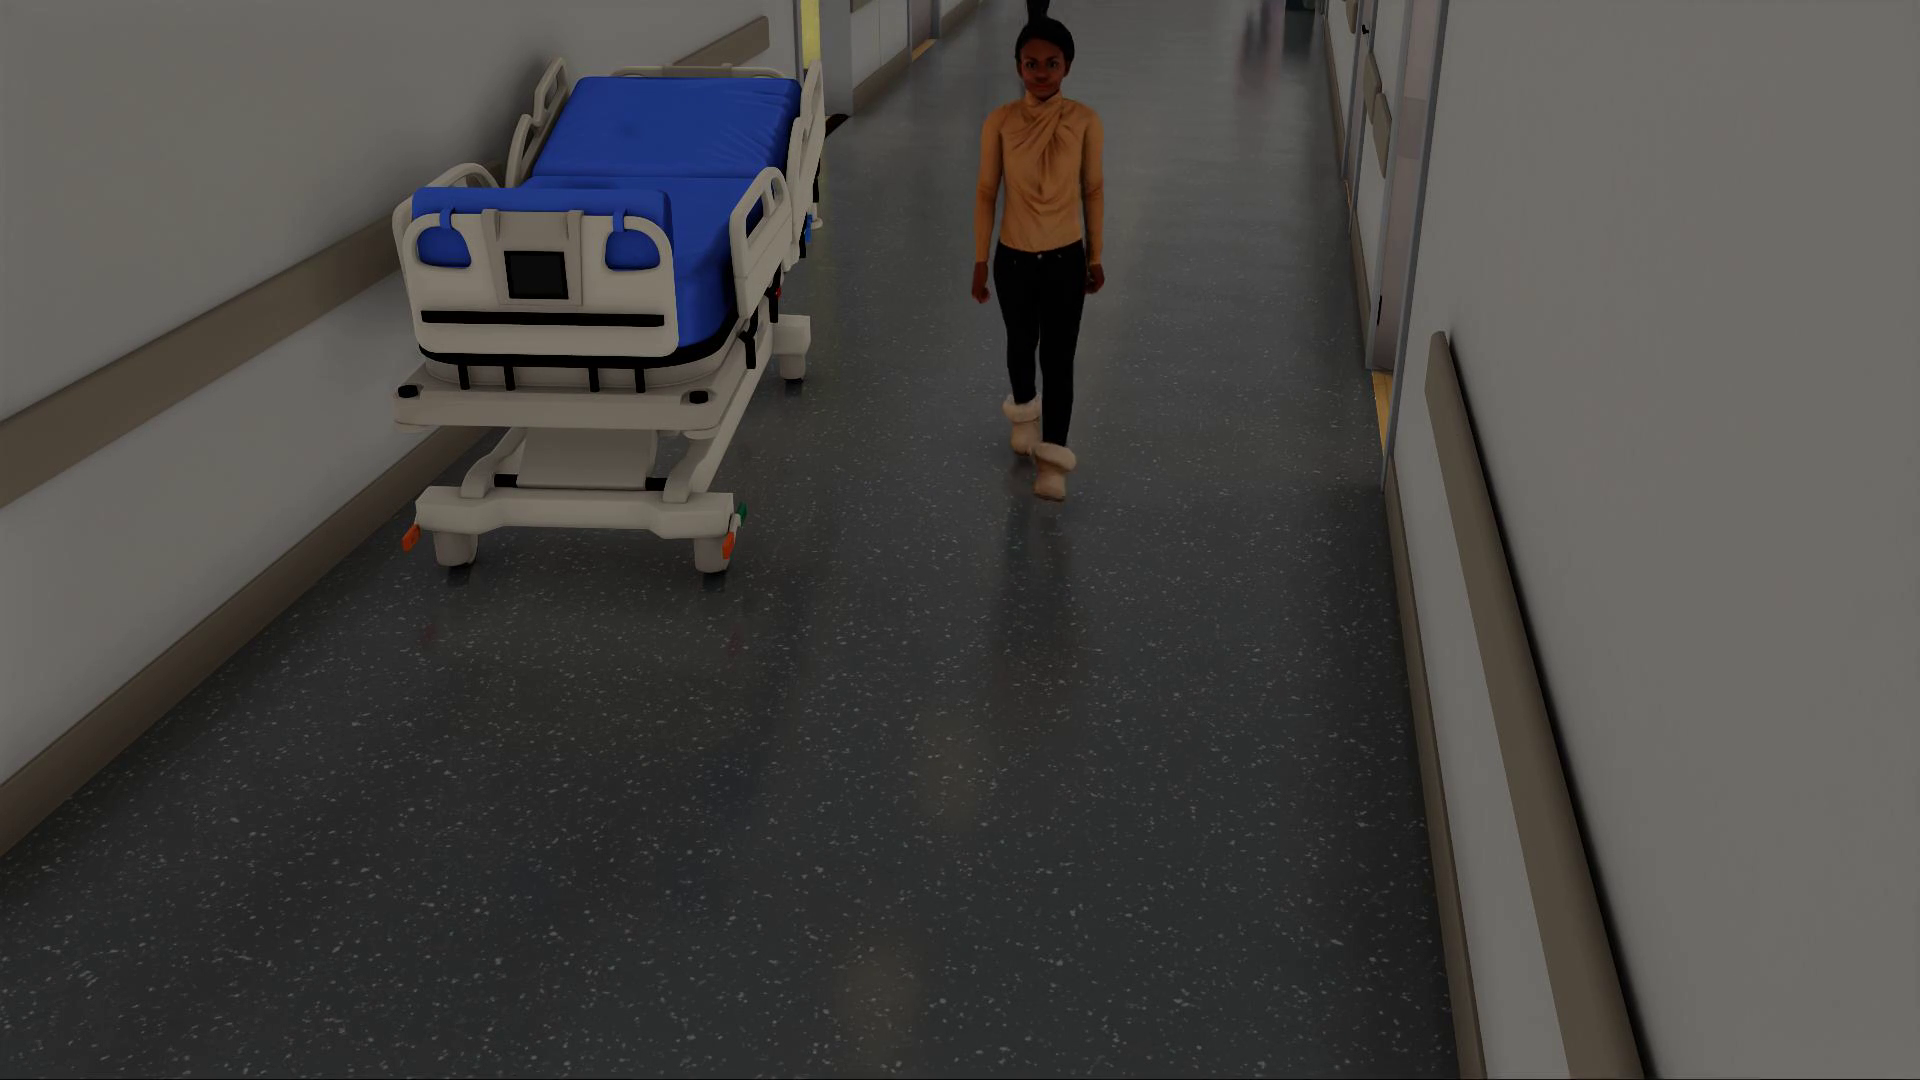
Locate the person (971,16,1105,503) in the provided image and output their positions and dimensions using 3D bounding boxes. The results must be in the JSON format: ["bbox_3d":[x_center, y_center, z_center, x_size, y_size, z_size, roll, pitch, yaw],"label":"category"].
[{"bbox_3d":[0.275,-0.998,5.912,1.051,1.615,0.736,2,26,4],"label":"person"}]
